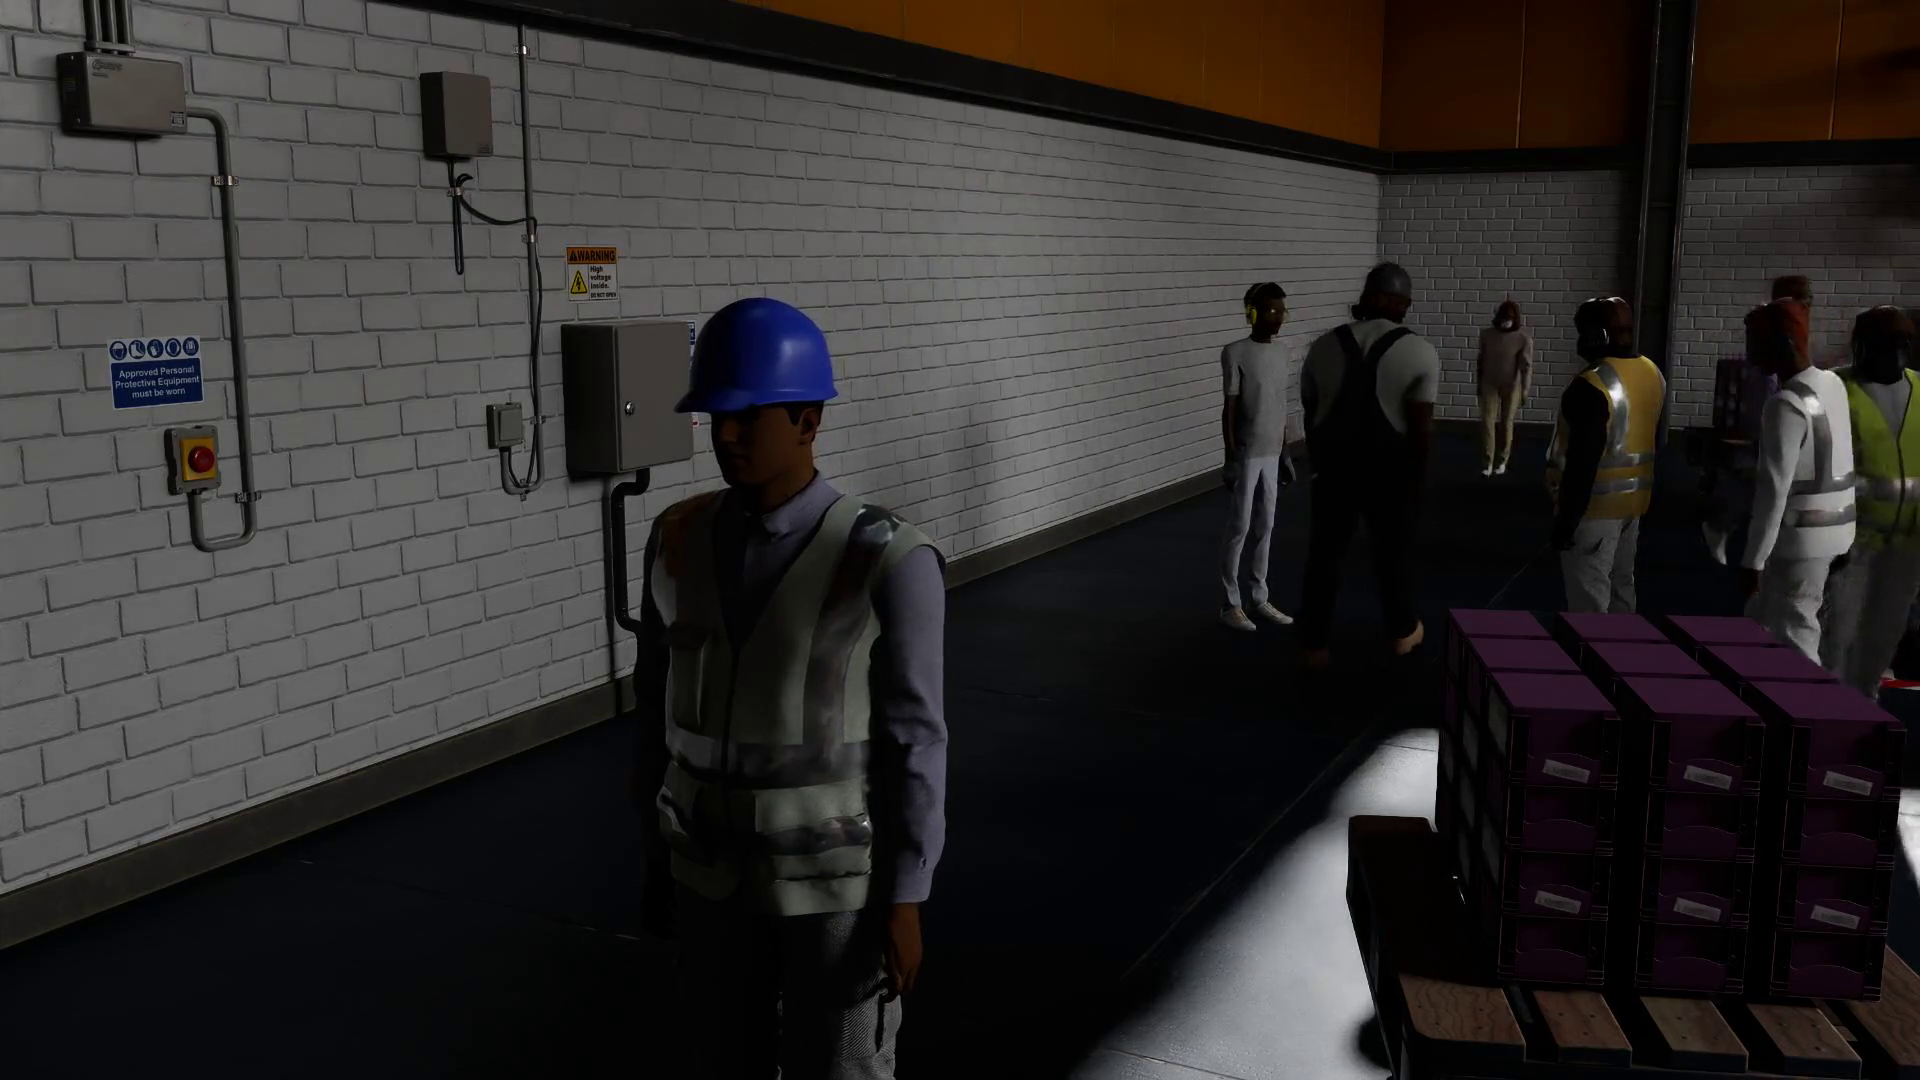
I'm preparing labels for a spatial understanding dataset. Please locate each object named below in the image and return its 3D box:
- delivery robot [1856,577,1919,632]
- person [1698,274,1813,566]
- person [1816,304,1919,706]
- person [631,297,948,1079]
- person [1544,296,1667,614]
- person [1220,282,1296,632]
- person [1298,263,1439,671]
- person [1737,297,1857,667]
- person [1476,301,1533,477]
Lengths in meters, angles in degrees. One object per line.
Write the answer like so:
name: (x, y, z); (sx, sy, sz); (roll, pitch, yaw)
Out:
delivery robot: (4.695, 0.234, 8.544); (0.477, 0.478, 0.707); (7, 12, 37)
person: (5.049, -0.704, 10.371); (0.589, 1.890, 0.663); (7, 12, 36)
person: (3.587, -0.017, 6.592); (0.641, 1.842, 0.429); (-1, 10, -4)
person: (-0.311, 0.561, 2.895); (0.605, 1.948, 0.391); (5, 11, 25)
person: (2.753, -0.128, 7.208); (0.624, 1.840, 0.429); (-9, 13, -42)
person: (1.611, -0.448, 8.968); (0.510, 1.871, 0.328); (-8, 12, -38)
person: (1.994, -0.395, 8.159); (0.709, 2.000, 0.957); (6, 11, 31)
person: (3.161, 0.018, 6.287); (0.433, 1.856, 0.660); (9, 13, 42)
person: (4.900, -1.360, 15.024); (0.514, 1.581, 0.700); (5, 11, 29)
